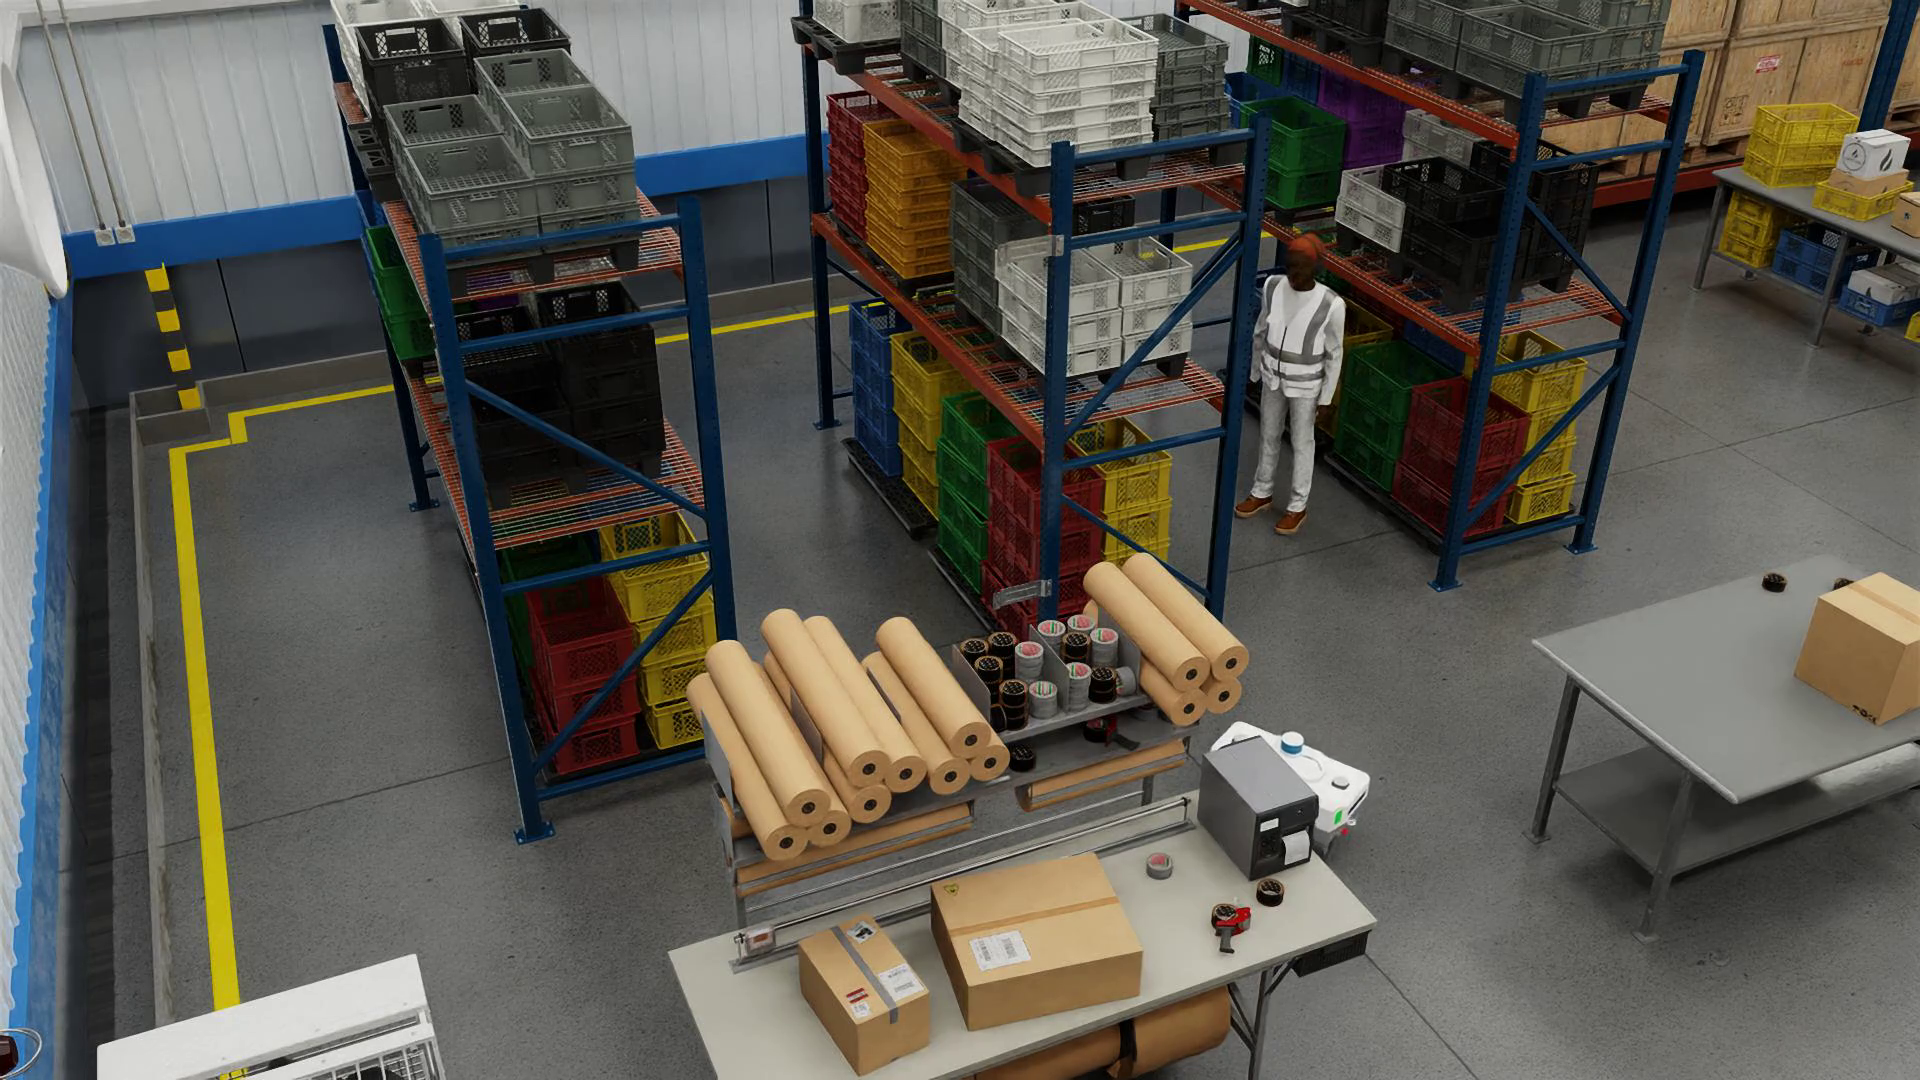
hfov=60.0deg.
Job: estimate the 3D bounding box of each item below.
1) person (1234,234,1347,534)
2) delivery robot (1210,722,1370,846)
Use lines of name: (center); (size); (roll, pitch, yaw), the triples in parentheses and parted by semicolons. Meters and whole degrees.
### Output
person: (1.972, -0.930, 9.926); (0.586, 1.883, 0.341); (27, 41, 37)
delivery robot: (1.533, 1.118, 7.774); (0.707, 0.478, 0.477); (21, 37, 31)
